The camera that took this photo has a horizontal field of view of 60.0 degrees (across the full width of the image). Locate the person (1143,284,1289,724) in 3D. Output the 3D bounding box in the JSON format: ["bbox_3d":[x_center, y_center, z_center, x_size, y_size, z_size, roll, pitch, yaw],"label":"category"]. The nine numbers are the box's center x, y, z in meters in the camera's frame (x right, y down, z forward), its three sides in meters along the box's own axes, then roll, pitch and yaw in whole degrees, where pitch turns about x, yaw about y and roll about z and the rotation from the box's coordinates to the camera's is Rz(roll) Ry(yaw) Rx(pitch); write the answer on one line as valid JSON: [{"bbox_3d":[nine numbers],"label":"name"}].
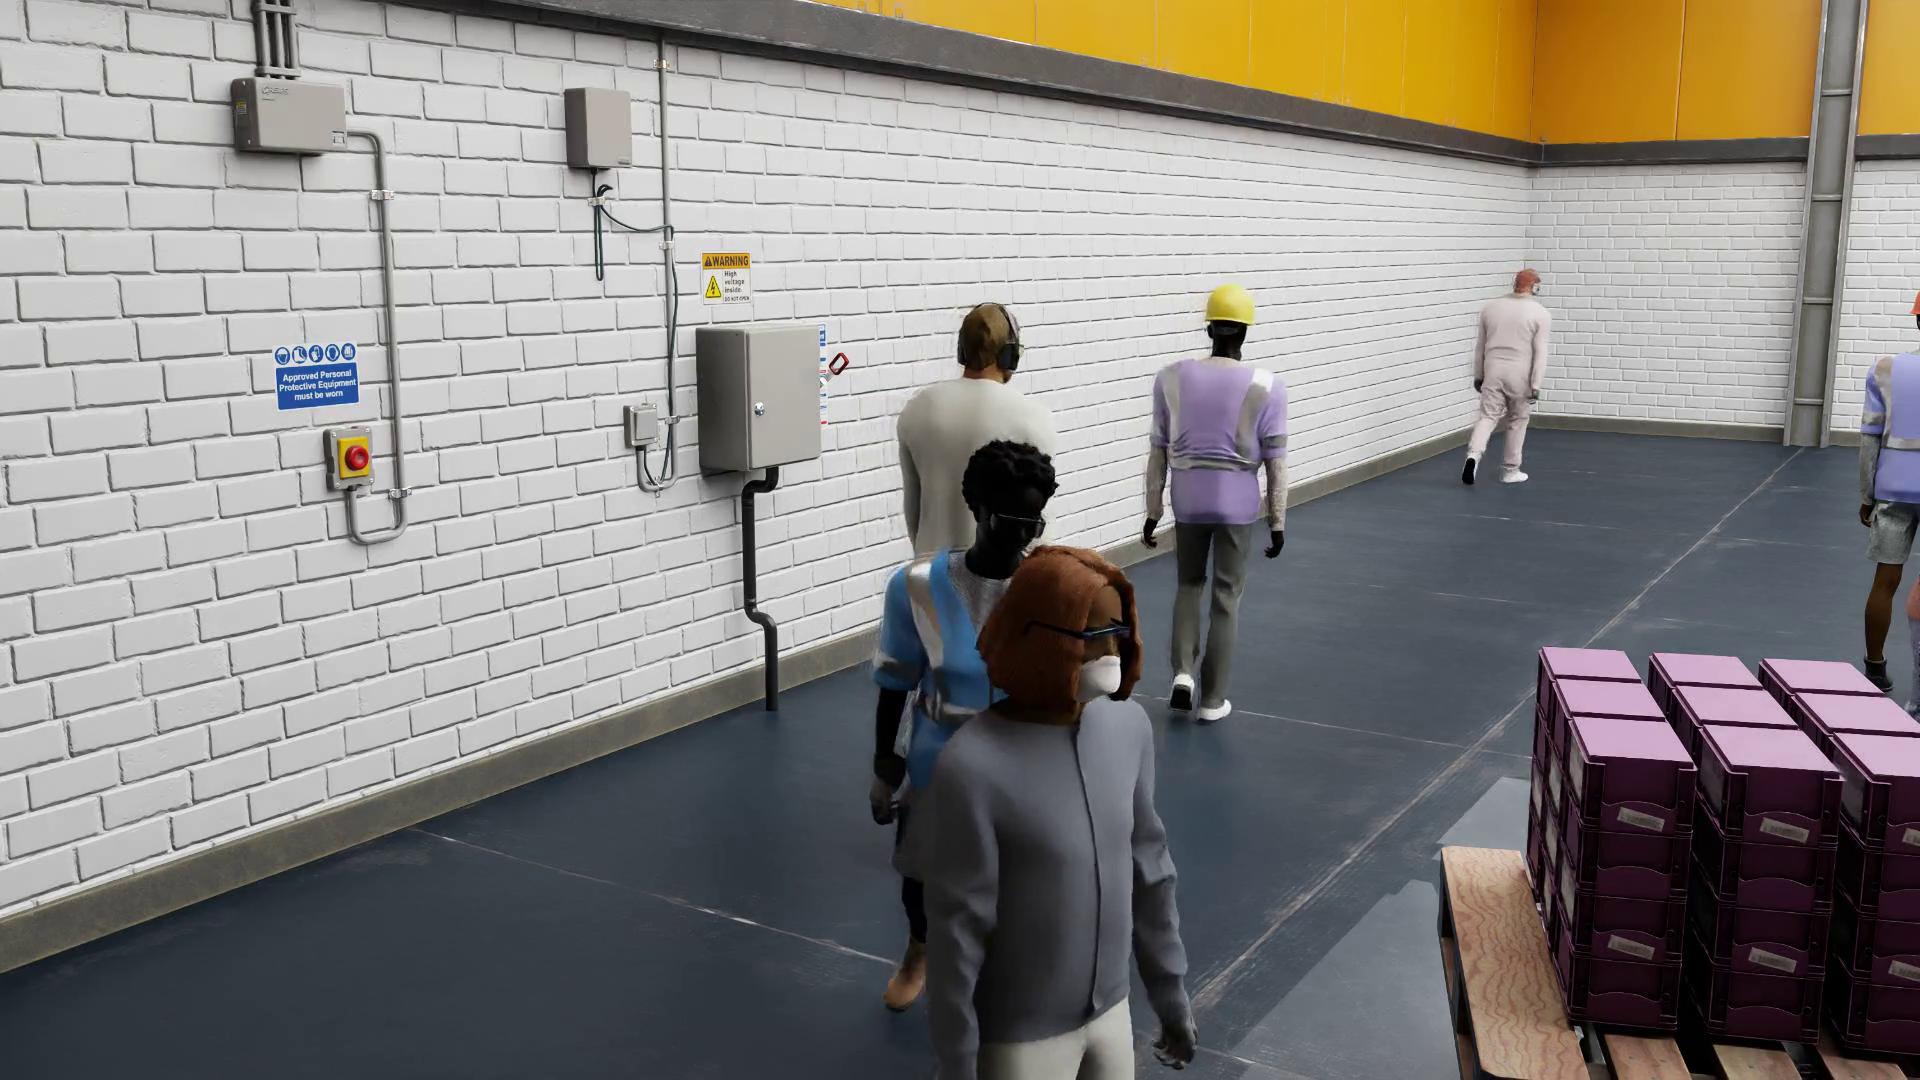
[{"bbox_3d":[1.119,-0.148,7.231,0.626,1.911,0.413,5,11,24],"label":"person"}]

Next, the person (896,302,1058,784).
[{"bbox_3d":[0.083,0.126,5.804,0.653,1.881,1.018,6,12,29],"label":"person"}]

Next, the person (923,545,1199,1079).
[{"bbox_3d":[0.159,0.805,2.755,0.419,1.619,0.513,10,14,43],"label":"person"}]

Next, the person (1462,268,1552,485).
[{"bbox_3d":[4.648,-1.372,14.181,0.711,1.866,0.827,10,14,43],"label":"person"}]

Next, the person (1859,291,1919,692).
[{"bbox_3d":[4.363,-0.213,7.533,0.360,1.939,0.543,-9,14,-41],"label":"person"}]

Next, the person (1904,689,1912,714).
[{"bbox_3d":[3.941,0.038,6.311,1.065,1.876,0.654,-5,11,-24],"label":"person"}]

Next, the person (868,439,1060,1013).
[{"bbox_3d":[0.060,0.549,4.091,0.546,1.665,0.774,0,10,1],"label":"person"}]

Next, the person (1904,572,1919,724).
[{"bbox_3d":[3.223,0.268,5.341,0.329,1.767,0.528,7,12,33],"label":"person"}]
